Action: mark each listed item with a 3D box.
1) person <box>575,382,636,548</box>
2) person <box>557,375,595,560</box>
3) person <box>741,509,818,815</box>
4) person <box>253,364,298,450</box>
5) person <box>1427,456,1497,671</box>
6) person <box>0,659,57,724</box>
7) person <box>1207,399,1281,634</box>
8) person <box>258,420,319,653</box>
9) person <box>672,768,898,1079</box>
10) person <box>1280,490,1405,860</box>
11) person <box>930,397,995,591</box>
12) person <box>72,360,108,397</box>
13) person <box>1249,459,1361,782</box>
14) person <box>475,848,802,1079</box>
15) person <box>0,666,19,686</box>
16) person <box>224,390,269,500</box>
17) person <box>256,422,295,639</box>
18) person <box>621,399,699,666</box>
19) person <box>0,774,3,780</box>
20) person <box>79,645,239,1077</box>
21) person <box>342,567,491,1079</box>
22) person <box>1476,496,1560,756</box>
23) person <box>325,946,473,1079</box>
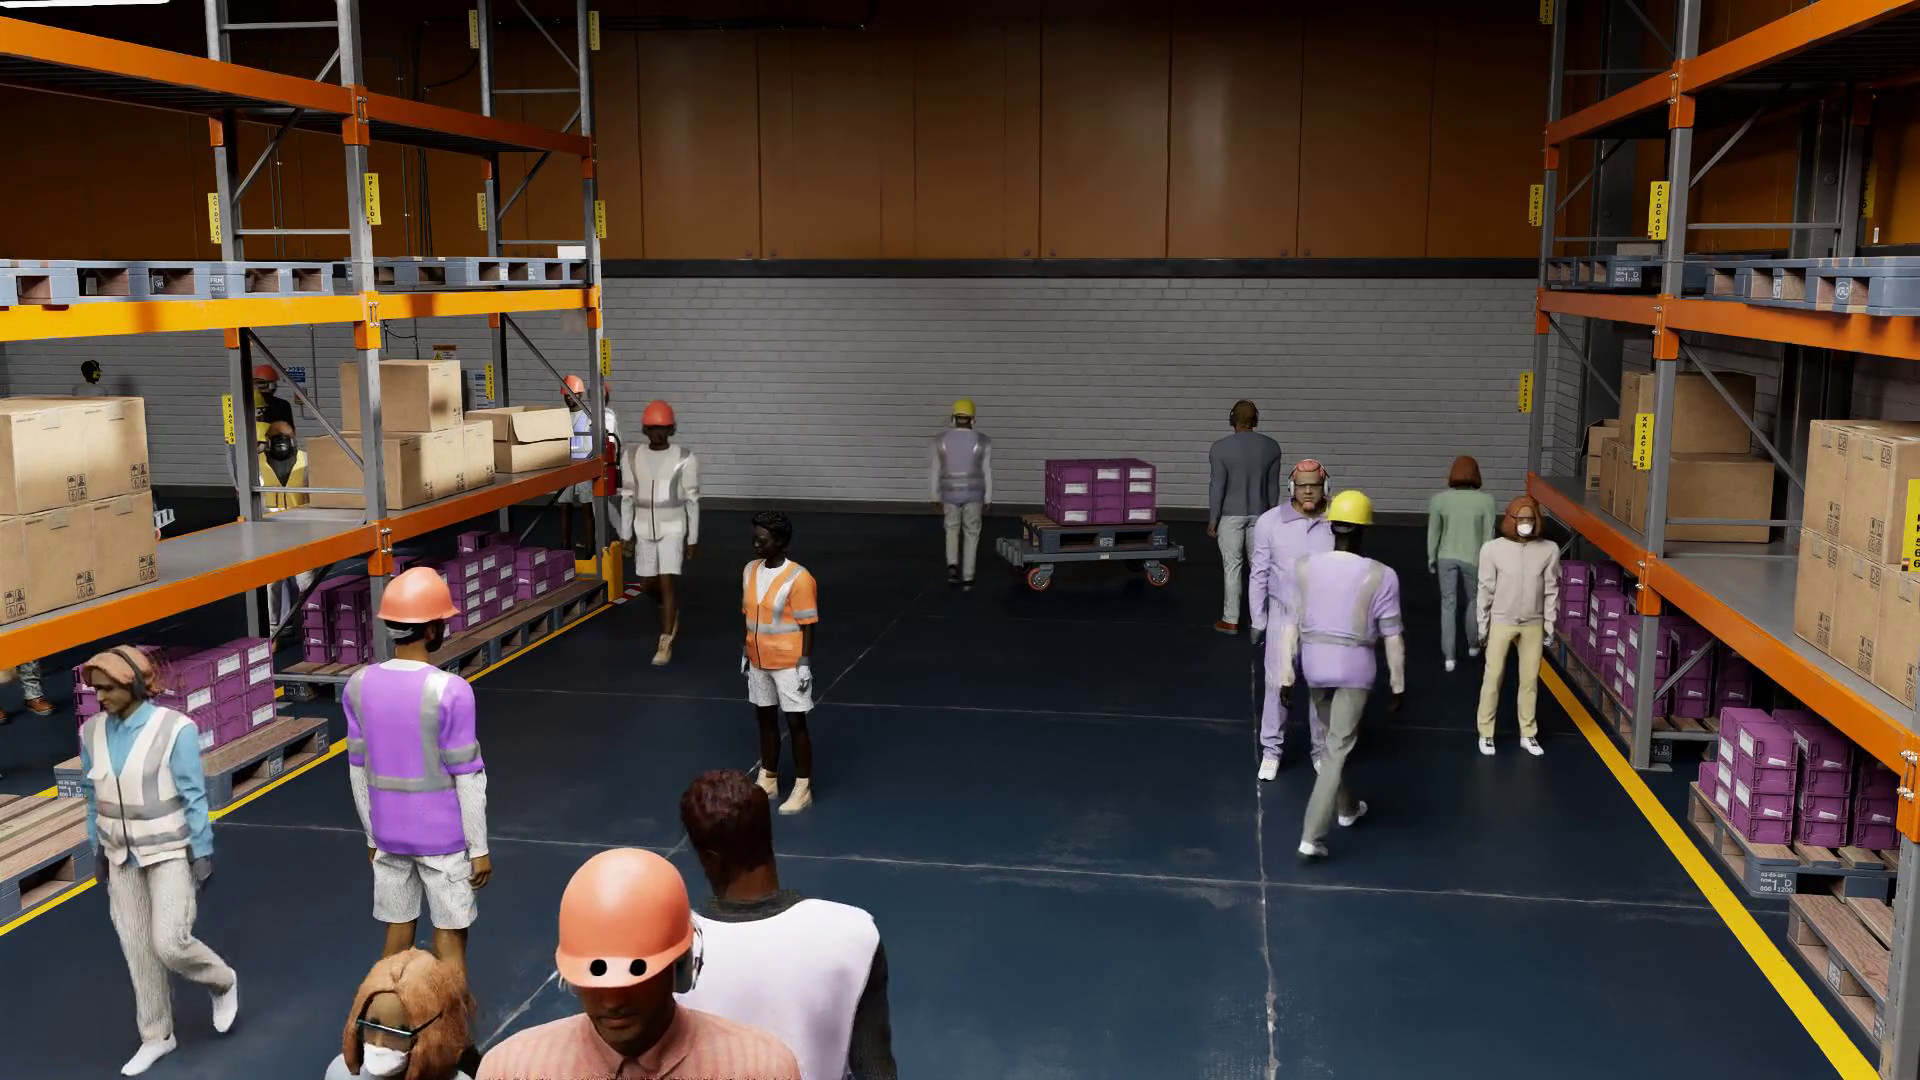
[{"bbox_3d":[-3.799,-0.792,17.788,0.616,1.844,0.647,-2,10,-15],"label":"person"},{"bbox_3d":[-3.910,-0.705,16.900,0.545,1.943,0.348,0,9,3],"label":"person"},{"bbox_3d":[-1.013,0.667,9.189,0.540,1.695,0.317,7,12,39],"label":"person"},{"bbox_3d":[-7.393,-0.887,17.861,0.622,1.992,0.395,2,9,10],"label":"person"},{"bbox_3d":[3.808,0.157,12.619,0.511,1.585,0.846,4,10,24],"label":"person"},{"bbox_3d":[-6.345,0.243,11.064,0.372,1.940,0.631,7,11,36],"label":"person"},{"bbox_3d":[2.330,-0.188,13.721,0.629,1.939,0.371,-2,10,-15],"label":"person"},{"bbox_3d":[-5.286,-0.025,13.061,0.621,1.835,0.430,-4,10,-22],"label":"person"},{"bbox_3d":[-0.437,1.445,3.820,0.634,1.882,0.486,-1,9,-4],"label":"person"},{"bbox_3d":[1.967,0.682,8.590,0.608,1.872,0.993,7,11,35],"label":"person"},{"bbox_3d":[0.032,-0.426,15.542,0.599,1.816,0.425,2,9,11],"label":"person"},{"bbox_3d":[-10.923,-1.337,21.021,0.531,1.870,0.318,2,9,10],"label":"person"},{"bbox_3d":[2.016,0.477,9.720,0.654,1.906,0.406,1,9,6],"label":"person"},{"bbox_3d":[-0.579,1.515,3.046,0.613,1.994,0.395,-1,9,-5],"label":"person"},{"bbox_3d":[-7.141,0.130,11.660,0.628,1.970,1.126,6,11,34],"label":"person"},{"bbox_3d":[-6.888,-0.555,16.314,0.586,1.833,0.403,4,10,23],"label":"person"},{"bbox_3d":[-5.623,-0.079,13.567,0.298,1.772,0.533,-3,10,-20],"label":"person"},{"bbox_3d":[-2.290,-0.092,12.878,0.609,2.025,0.825,1,9,9],"label":"person"},{"bbox_3d":[-5.835,0.496,9.567,0.381,1.918,0.584,5,11,30],"label":"person"},{"bbox_3d":[-3.021,1.179,6.245,0.520,1.623,0.412,2,9,14],"label":"person"},{"bbox_3d":[-1.939,1.057,6.045,0.545,1.938,0.362,3,10,18],"label":"person"},{"bbox_3d":[3.431,0.532,10.254,0.495,1.626,0.284,0,9,1],"label":"person"},{"bbox_3d":[-1.134,1.620,3.563,0.502,1.607,0.698,6,11,33],"label":"person"}]
